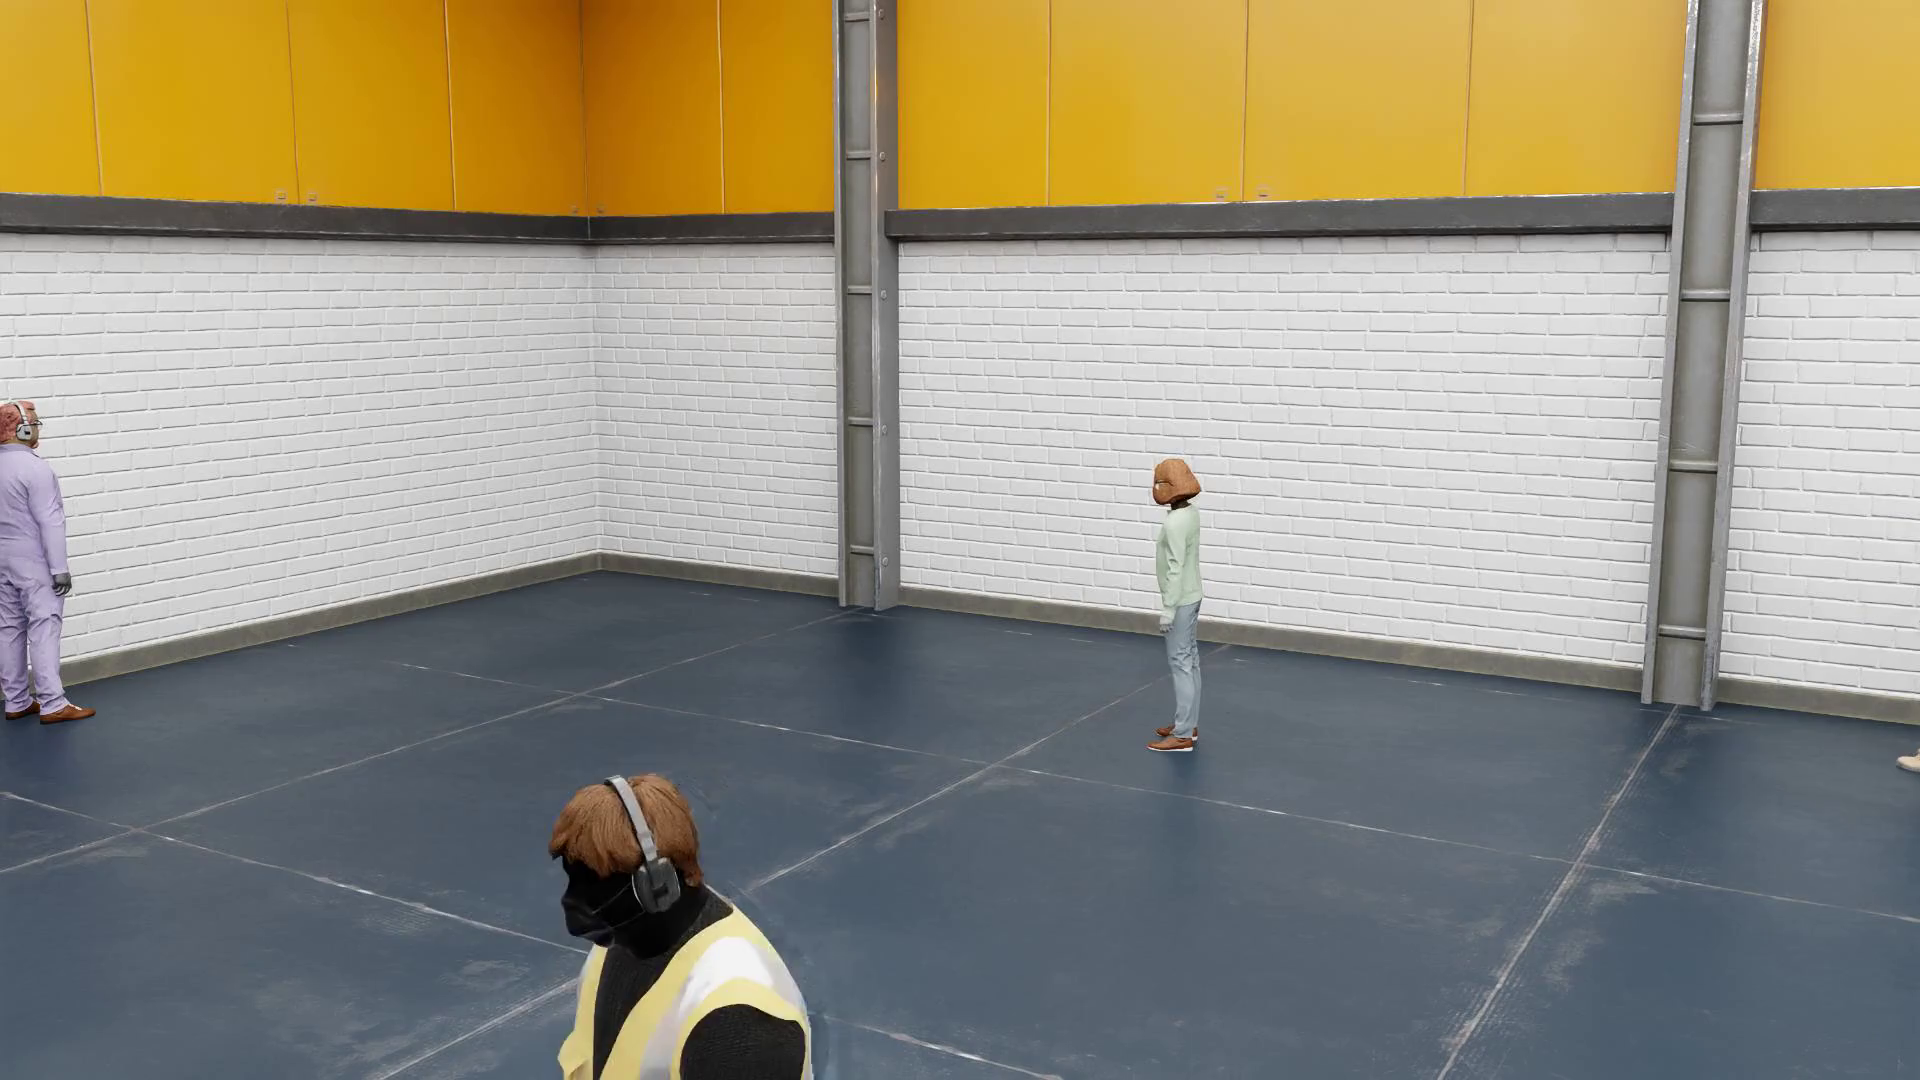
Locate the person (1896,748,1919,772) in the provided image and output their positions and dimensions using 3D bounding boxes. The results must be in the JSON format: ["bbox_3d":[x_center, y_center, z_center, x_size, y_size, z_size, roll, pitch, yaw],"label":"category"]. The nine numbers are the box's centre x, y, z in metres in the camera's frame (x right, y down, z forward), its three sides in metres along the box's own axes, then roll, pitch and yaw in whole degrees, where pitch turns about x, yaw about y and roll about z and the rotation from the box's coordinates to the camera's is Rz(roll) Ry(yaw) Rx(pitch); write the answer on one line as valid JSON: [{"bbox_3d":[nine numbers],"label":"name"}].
[{"bbox_3d":[5.257,0.403,8.796,0.540,1.687,0.342,-8,12,-42],"label":"person"}]

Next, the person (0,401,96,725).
[{"bbox_3d":[-5.473,0.135,9.799,0.642,1.909,0.408,4,10,24],"label":"person"}]

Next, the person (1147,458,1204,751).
[{"bbox_3d":[1.204,0.359,9.247,0.284,1.633,0.498,3,10,20],"label":"person"}]

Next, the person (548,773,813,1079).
[{"bbox_3d":[-0.504,1.289,2.912,0.639,1.810,0.630,-6,11,-34],"label":"person"}]
